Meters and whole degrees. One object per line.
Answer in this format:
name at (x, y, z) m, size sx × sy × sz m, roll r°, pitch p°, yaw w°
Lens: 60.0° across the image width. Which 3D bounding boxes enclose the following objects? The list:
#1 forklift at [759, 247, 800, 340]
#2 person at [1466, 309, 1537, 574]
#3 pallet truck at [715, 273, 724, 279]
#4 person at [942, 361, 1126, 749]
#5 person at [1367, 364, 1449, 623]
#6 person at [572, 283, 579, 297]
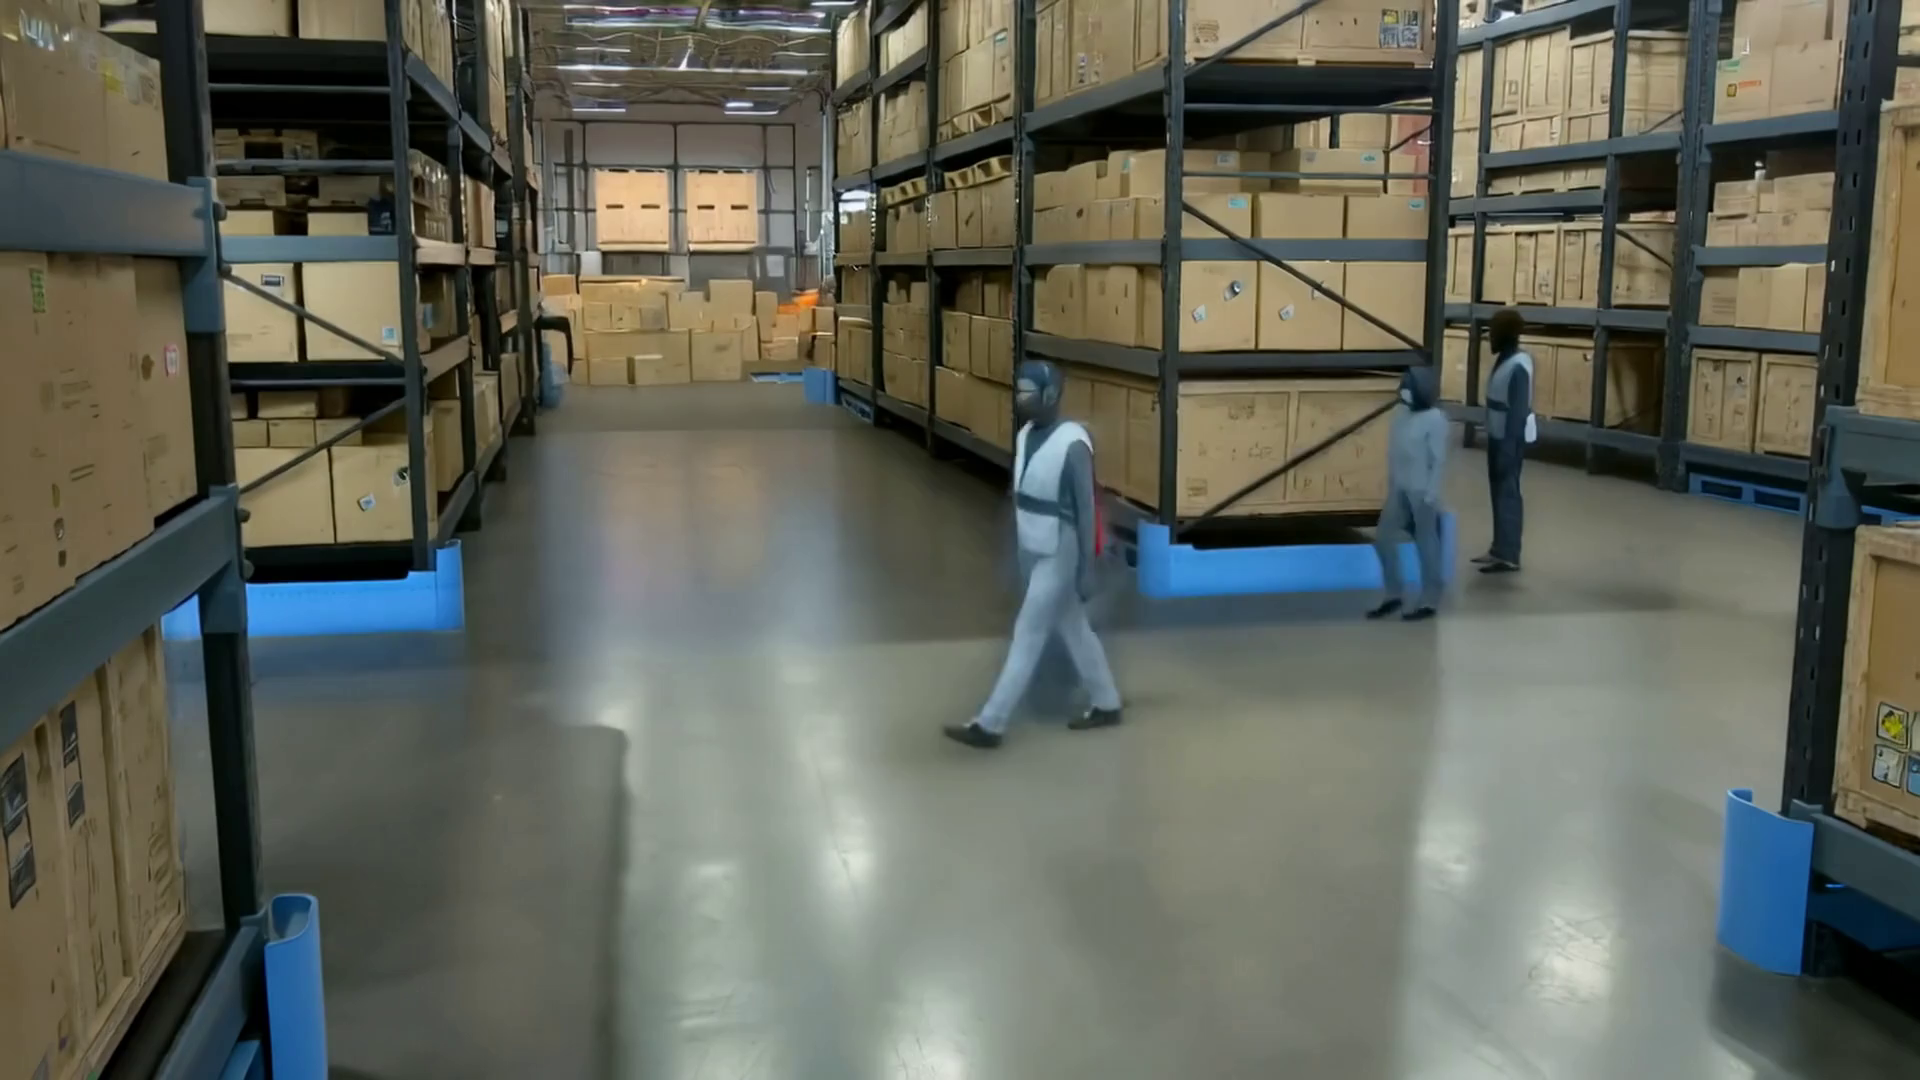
forklift at (-5.544, -7.433, 50.130) m, size 1.129 × 2.768 × 1.873 m, roll -3°, pitch 10°, yaw -18°
person at (3.971, -0.712, 12.088) m, size 0.391 × 1.920 × 0.593 m, roll 1°, pitch 9°, yaw 4°
pallet truck at (-8.580, -8.986, 62.280) m, size 1.885 × 1.965 × 0.823 m, roll 1°, pitch 9°, yaw 5°
person at (0.387, 0.062, 7.763) m, size 1.001 × 1.790 × 0.599 m, roll -4°, pitch 10°, yaw -22°
person at (2.769, -0.276, 10.302) m, size 0.545 × 1.614 × 0.513 m, roll -5°, pitch 10°, yaw -27°
person at (-15.223, -9.425, 66.163) m, size 0.849 × 1.592 × 0.527 m, roll -3°, pitch 10°, yaw -19°
